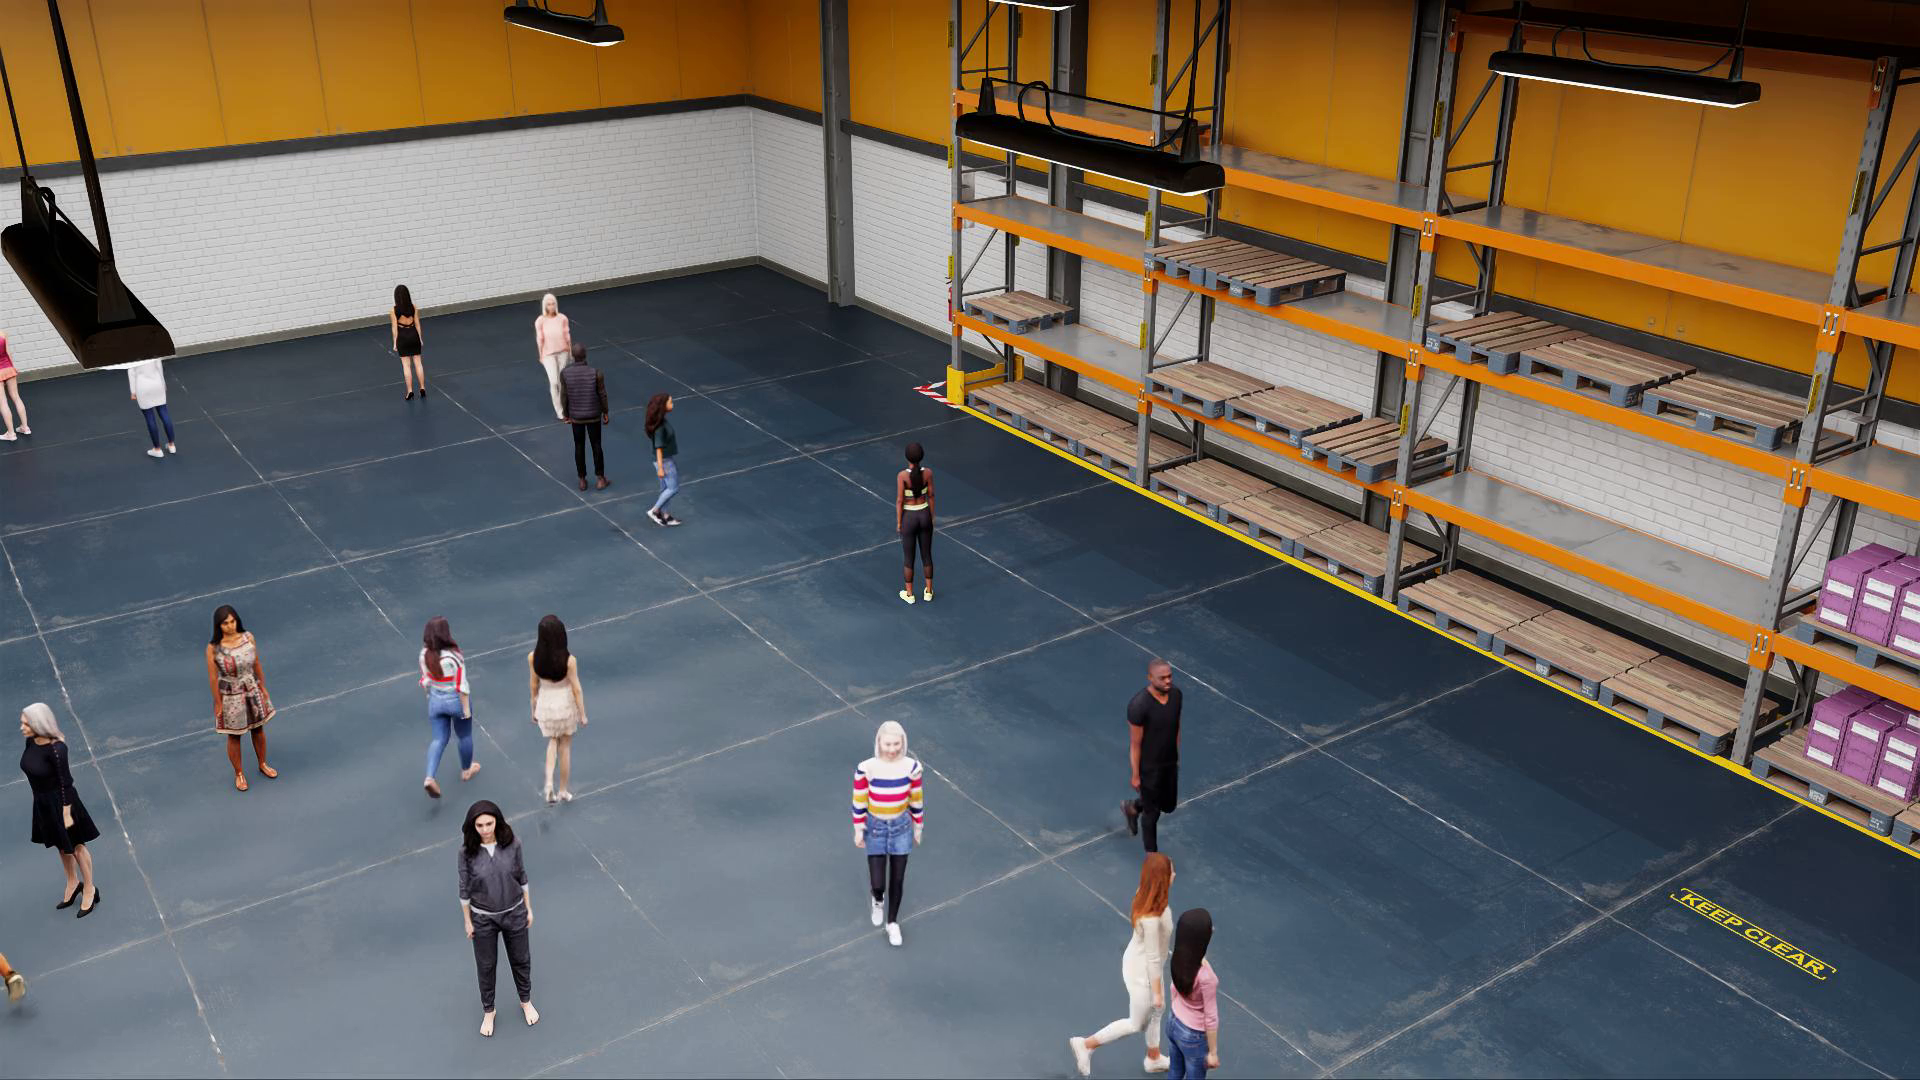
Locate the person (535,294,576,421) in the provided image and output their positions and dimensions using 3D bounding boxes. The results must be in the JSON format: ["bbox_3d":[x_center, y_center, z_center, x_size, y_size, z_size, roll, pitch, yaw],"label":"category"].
[{"bbox_3d":[-5.550,-2.544,22.734,0.620,1.694,0.970,-15,28,-30],"label":"person"}]

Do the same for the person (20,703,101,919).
[{"bbox_3d":[-6.684,1.985,12.308,0.640,1.747,0.746,13,27,26],"label":"person"}]

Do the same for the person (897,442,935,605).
[{"bbox_3d":[-0.450,-0.183,17.256,0.615,1.755,0.604,-7,25,-16],"label":"person"}]

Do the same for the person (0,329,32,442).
[{"bbox_3d":[-12.601,-2.194,21.859,0.710,1.753,0.665,8,25,17],"label":"person"}]

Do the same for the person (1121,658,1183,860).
[{"bbox_3d":[1.455,1.709,12.867,0.688,1.804,0.918,-14,27,-29],"label":"person"}]

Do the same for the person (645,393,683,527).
[{"bbox_3d":[-3.479,-0.905,19.091,0.778,1.609,0.701,-3,24,-6],"label":"person"}]

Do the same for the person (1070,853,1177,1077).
[{"bbox_3d":[1.087,2.760,10.621,1.024,1.678,1.015,1,24,2],"label":"person"}]

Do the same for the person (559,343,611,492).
[{"bbox_3d":[-4.550,-1.503,20.178,0.779,1.835,0.772,-1,24,-3],"label":"person"}]

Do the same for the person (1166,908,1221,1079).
[{"bbox_3d":[1.387,2.968,10.065,0.670,1.742,0.504,-10,26,-22],"label":"person"}]

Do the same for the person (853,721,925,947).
[{"bbox_3d":[-0.531,2.071,12.043,0.788,1.802,0.824,-5,24,-10],"label":"person"}]

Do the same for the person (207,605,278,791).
[{"bbox_3d":[-6.064,1.294,14.016,0.597,1.644,0.692,21,31,39],"label":"person"}]

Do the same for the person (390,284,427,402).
[{"bbox_3d":[-7.729,-2.772,23.310,0.554,1.650,0.469,-15,28,-31],"label":"person"}]

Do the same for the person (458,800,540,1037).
[{"bbox_3d":[-3.090,2.492,11.126,0.643,1.764,0.581,-10,25,-21],"label":"person"}]

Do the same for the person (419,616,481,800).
[{"bbox_3d":[-4.298,1.405,13.828,0.985,1.592,1.025,5,24,12],"label":"person"}]

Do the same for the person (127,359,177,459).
[{"bbox_3d":[-10.355,-1.936,21.243,0.627,1.775,0.663,18,29,35],"label":"person"}]

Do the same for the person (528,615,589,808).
[{"bbox_3d":[-3.323,1.456,13.544,0.772,1.726,0.832,5,24,11],"label":"person"}]
